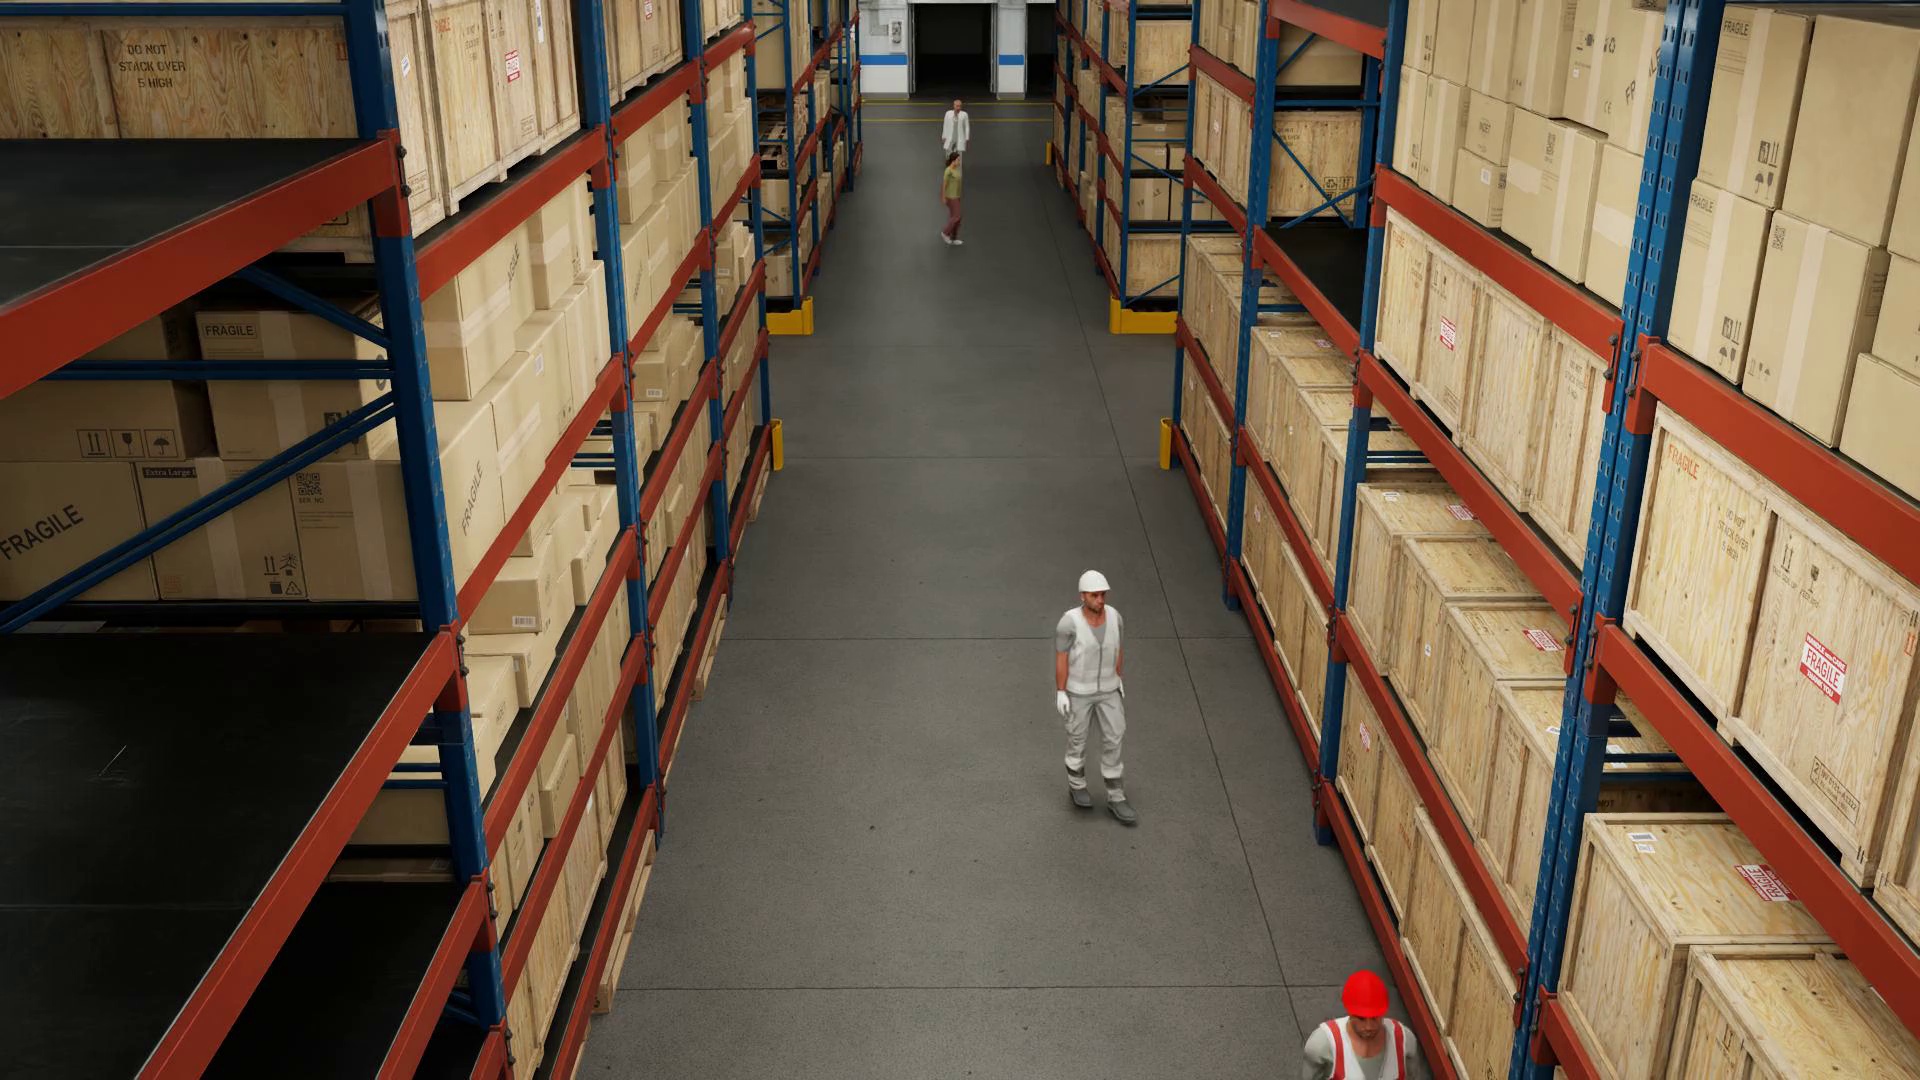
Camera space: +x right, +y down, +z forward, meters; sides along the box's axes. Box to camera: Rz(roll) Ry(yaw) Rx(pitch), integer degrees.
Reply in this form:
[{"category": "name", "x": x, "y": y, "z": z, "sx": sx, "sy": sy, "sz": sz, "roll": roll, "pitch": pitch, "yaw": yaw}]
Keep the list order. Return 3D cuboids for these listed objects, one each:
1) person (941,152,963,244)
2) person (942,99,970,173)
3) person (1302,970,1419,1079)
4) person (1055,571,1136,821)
[{"category": "person", "x": -0.119, "y": -6.239, "z": 30.392, "sx": 0.449, "sy": 1.676, "sz": 0.496, "roll": 10, "pitch": 23, "yaw": 23}, {"category": "person", "x": -0.094, "y": -8.898, "z": 37.006, "sx": 0.623, "sy": 1.778, "sz": 0.660, "roll": 2, "pitch": 22, "yaw": 6}, {"category": "person", "x": 1.805, "y": 2.729, "z": 7.539, "sx": 0.592, "sy": 1.787, "sz": 0.637, "roll": -1, "pitch": 22, "yaw": -2}, {"category": "person", "x": 0.961, "y": 1.106, "z": 11.647, "sx": 0.556, "sy": 1.784, "sz": 0.634, "roll": -7, "pitch": 22, "yaw": -16}]
